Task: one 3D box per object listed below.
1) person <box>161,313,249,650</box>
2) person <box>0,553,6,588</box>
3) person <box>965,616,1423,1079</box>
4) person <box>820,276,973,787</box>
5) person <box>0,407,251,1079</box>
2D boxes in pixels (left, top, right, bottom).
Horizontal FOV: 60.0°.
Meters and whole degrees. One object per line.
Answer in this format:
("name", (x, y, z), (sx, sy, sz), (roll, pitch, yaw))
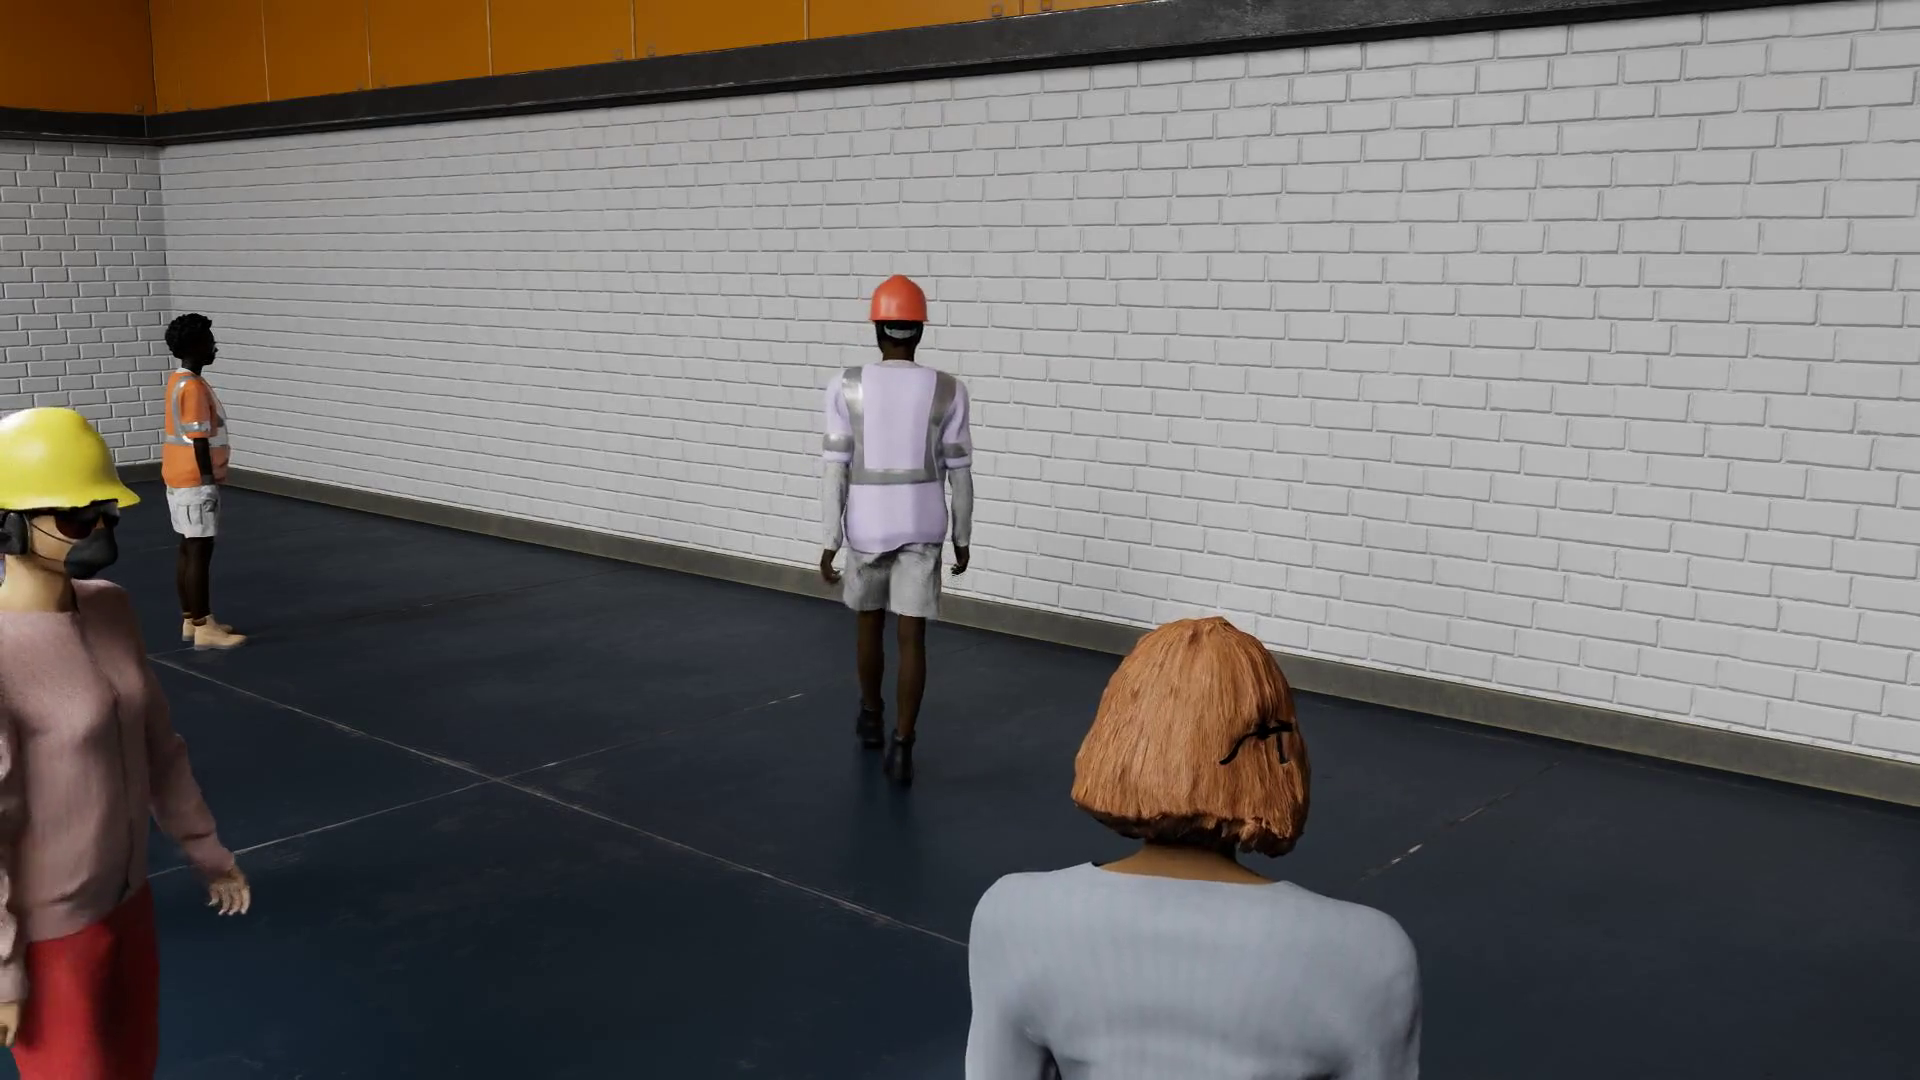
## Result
("person", (-3.865, -0.295, 8.438), (0.321, 1.697, 0.535), (-6, 12, -32))
("person", (-3.001, 0.274, 4.965), (0.633, 1.774, 1.013), (8, 13, 38))
("person", (0.252, 0.891, 1.867), (0.499, 1.632, 0.285), (3, 10, 18))
("person", (-0.243, -0.060, 6.488), (0.581, 1.905, 0.875), (0, 10, -2))
("person", (-1.528, 0.646, 2.909), (0.333, 1.765, 0.545), (0, 10, 0))
